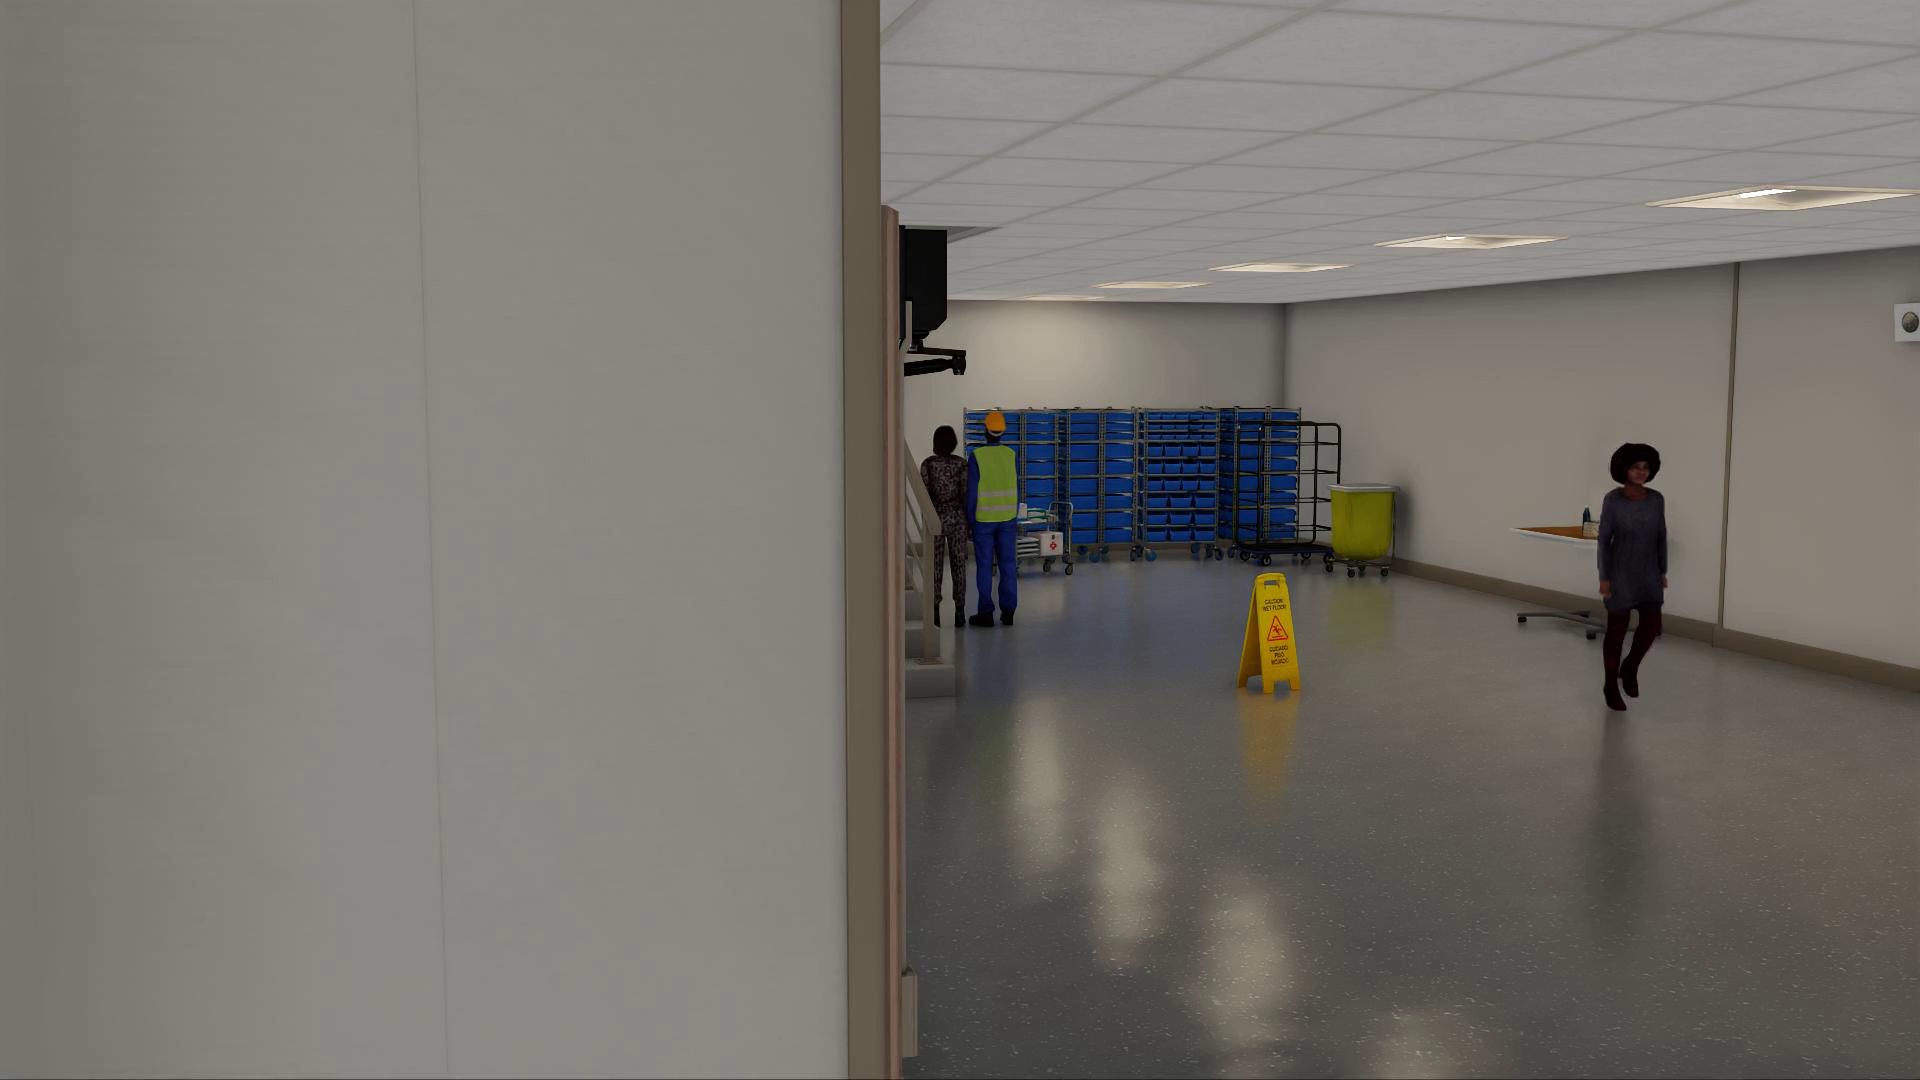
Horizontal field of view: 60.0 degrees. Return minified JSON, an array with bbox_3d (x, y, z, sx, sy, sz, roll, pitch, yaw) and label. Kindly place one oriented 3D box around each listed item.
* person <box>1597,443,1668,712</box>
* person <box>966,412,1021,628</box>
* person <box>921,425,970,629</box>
[{"bbox_3d":[4.226,0.235,10.569,0.720,1.694,0.736,0,6,1],"label":"person"},{"bbox_3d":[0.280,-0.183,14.128,0.699,1.813,0.616,-2,6,-23],"label":"person"},{"bbox_3d":[-0.121,-0.121,14.036,0.620,1.708,0.632,0,6,-4],"label":"person"}]
